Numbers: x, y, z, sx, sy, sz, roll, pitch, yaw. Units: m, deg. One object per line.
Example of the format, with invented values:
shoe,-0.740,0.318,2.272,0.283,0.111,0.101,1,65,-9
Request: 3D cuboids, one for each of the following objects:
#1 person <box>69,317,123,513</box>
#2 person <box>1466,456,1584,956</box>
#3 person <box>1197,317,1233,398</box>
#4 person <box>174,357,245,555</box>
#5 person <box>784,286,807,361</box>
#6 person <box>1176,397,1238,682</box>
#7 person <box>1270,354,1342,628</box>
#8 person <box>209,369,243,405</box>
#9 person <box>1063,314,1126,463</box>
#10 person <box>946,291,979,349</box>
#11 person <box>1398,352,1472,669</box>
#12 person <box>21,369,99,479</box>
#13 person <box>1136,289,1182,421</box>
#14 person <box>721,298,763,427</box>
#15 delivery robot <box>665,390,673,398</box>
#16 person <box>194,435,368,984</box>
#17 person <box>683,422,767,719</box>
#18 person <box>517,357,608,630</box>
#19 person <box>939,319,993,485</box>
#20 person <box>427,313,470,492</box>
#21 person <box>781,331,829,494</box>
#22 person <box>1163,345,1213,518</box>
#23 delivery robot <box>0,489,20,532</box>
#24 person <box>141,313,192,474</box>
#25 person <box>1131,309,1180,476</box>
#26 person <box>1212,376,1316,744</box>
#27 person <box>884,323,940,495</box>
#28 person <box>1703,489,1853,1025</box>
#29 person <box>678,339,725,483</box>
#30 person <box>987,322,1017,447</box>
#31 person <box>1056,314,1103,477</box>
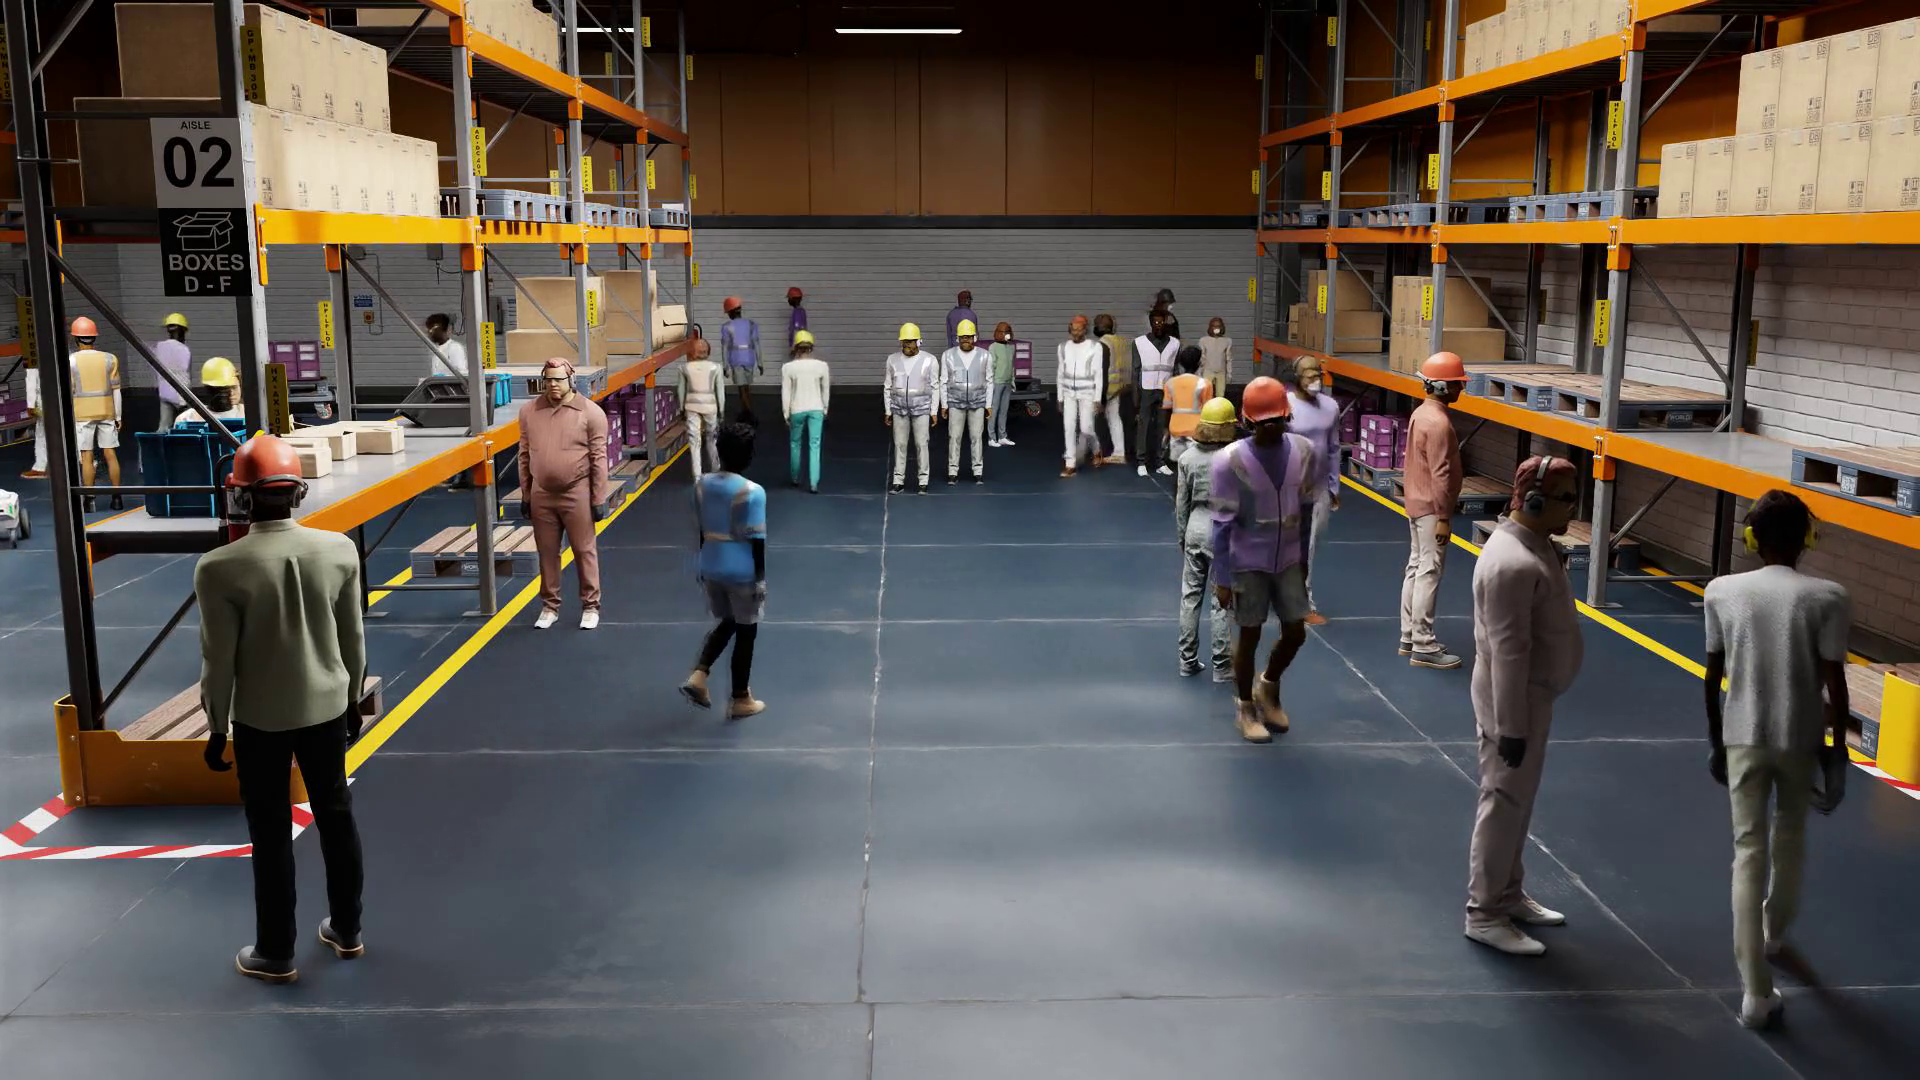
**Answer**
person,-8.613,-1.237,16.513,0.545,1.942,0.354,-9,14,-42
person,2.141,0.621,6.312,0.401,1.895,0.651,5,11,25
person,3.574,-2.310,23.352,0.507,1.630,0.268,0,10,-1
person,-4.927,-0.271,11.207,0.585,1.919,0.397,-5,12,-28
person,-2.755,-3.287,27.966,0.375,1.937,0.551,0,10,0
person,1.557,-0.003,10.191,0.493,1.743,0.295,9,14,42
person,2.375,-0.378,11.834,0.633,1.908,0.825,-6,12,-31
person,-4.954,-0.265,11.366,0.564,1.846,0.390,-8,13,-37
person,1.644,-1.826,20.174,0.869,1.804,0.645,5,11,25
person,0.083,-3.007,26.475,0.410,1.909,0.643,-10,14,-44
person,3.006,-0.194,10.553,0.382,1.993,0.622,0,10,2
person,-10.211,-1.585,18.735,0.958,1.845,0.580,1,10,4
person,3.035,-2.742,24.620,0.701,2.000,1.040,-10,14,-44
person,-3.145,-2.583,24.227,0.628,1.883,0.916,-5,11,-27
delivery robot,-4.700,-2.140,25.149,0.707,0.478,0.477,-2,10,-14
person,-2.457,0.613,6.062,0.382,1.994,0.613,9,13,40
person,-1.282,0.183,9.303,0.555,1.682,0.406,8,13,38
person,-2.752,-0.314,11.511,0.635,1.899,0.402,2,10,10
person,0.071,-1.513,18.352,0.600,1.831,0.404,0,10,-2
person,-5.482,-1.484,17.969,0.410,1.924,0.692,-9,13,-40
person,-1.672,-1.388,17.971,0.532,1.724,0.898,-2,10,-10
person,2.232,-1.048,16.176,0.545,1.697,0.327,8,13,37
delivery robot,-8.556,-0.273,14.748,0.477,0.478,0.707,-5,11,-25
person,-8.986,-1.641,18.976,0.586,1.878,0.909,4,11,22
person,2.249,-1.701,19.166,0.591,1.919,0.390,-3,11,-17
person,1.613,0.120,8.782,0.647,2.000,0.573,-3,11,-18
person,-0.519,-1.382,17.628,0.600,1.830,0.403,2,10,11
person,2.902,0.728,5.956,0.510,1.797,0.956,6,12,29
person,-2.879,-1.445,18.606,0.541,1.591,0.831,0,10,-1
person,0.556,-2.046,21.877,0.277,1.632,0.502,9,14,42
person,1.392,-1.660,19.091,0.595,1.865,0.615,5,12,28
